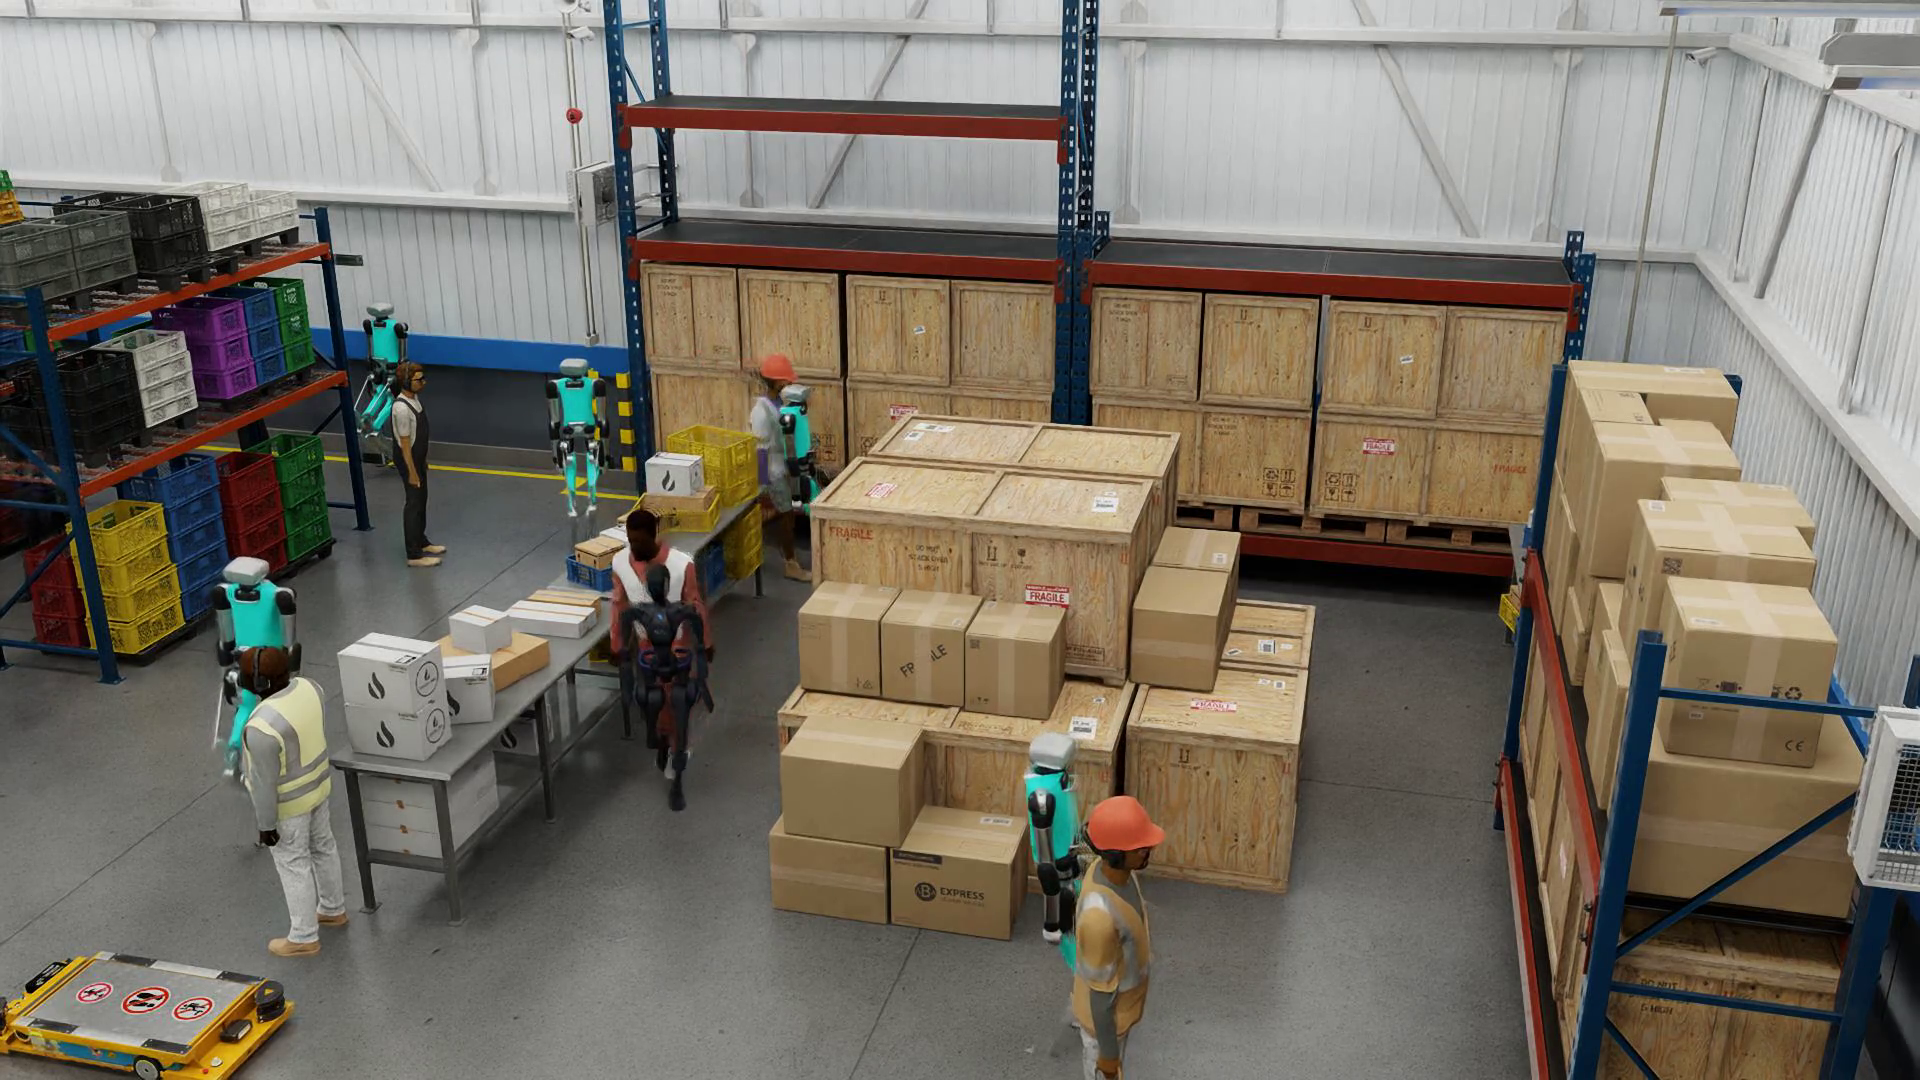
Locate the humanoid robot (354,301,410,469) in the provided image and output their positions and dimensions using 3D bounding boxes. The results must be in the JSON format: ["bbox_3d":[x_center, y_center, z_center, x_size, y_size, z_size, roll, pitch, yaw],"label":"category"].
[{"bbox_3d":[-5.901,-1.522,16.783,0.533,1.677,0.735,10,23,24],"label":"humanoid robot"}]

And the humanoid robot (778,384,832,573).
[{"bbox_3d":[-1.166,-0.435,14.133,0.711,1.789,0.530,3,21,8],"label":"humanoid robot"}]

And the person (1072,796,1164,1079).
[{"bbox_3d":[0.676,2.031,7.245,0.365,2.048,0.607,4,21,10],"label":"person"}]

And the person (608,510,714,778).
[{"bbox_3d":[-1.991,0.681,10.995,0.676,1.889,0.630,7,22,17],"label":"person"}]

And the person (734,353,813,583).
[{"bbox_3d":[-1.609,-0.627,14.239,0.772,2.021,0.614,6,22,16],"label":"person"}]

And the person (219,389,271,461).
[{"bbox_3d":[-7.273,-1.534,16.817,0.315,1.869,0.533,11,23,26],"label":"person"}]

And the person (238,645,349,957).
[{"bbox_3d":[-3.684,1.421,9.141,0.429,1.837,0.622,3,21,8],"label":"person"}]

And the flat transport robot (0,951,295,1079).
[{"bbox_3d":[-4.270,2.464,8.601,1.431,0.231,0.659,5,22,13],"label":"flat transport robot"}]

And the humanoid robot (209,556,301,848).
[{"bbox_3d":[-4.409,1.086,10.293,0.550,1.892,0.766,2,21,5],"label":"humanoid robot"}]

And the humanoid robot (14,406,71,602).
[{"bbox_3d":[-7.703,-0.338,14.015,0.589,1.623,0.766,8,22,20],"label":"humanoid robot"}]

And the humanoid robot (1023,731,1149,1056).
[{"bbox_3d":[0.654,1.810,8.293,0.834,1.794,0.536,4,21,10],"label":"humanoid robot"}]

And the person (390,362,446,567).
[{"bbox_3d":[-4.783,-0.666,14.599,0.345,1.837,0.500,-3,21,-7],"label":"person"}]

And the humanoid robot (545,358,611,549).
[{"bbox_3d":[-3.378,-0.654,14.754,0.536,1.829,0.721,-2,21,-6],"label":"humanoid robot"}]

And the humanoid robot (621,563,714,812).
[{"bbox_3d":[-1.889,0.894,10.766,0.585,1.639,0.618,-2,21,-6],"label":"humanoid robot"}]
